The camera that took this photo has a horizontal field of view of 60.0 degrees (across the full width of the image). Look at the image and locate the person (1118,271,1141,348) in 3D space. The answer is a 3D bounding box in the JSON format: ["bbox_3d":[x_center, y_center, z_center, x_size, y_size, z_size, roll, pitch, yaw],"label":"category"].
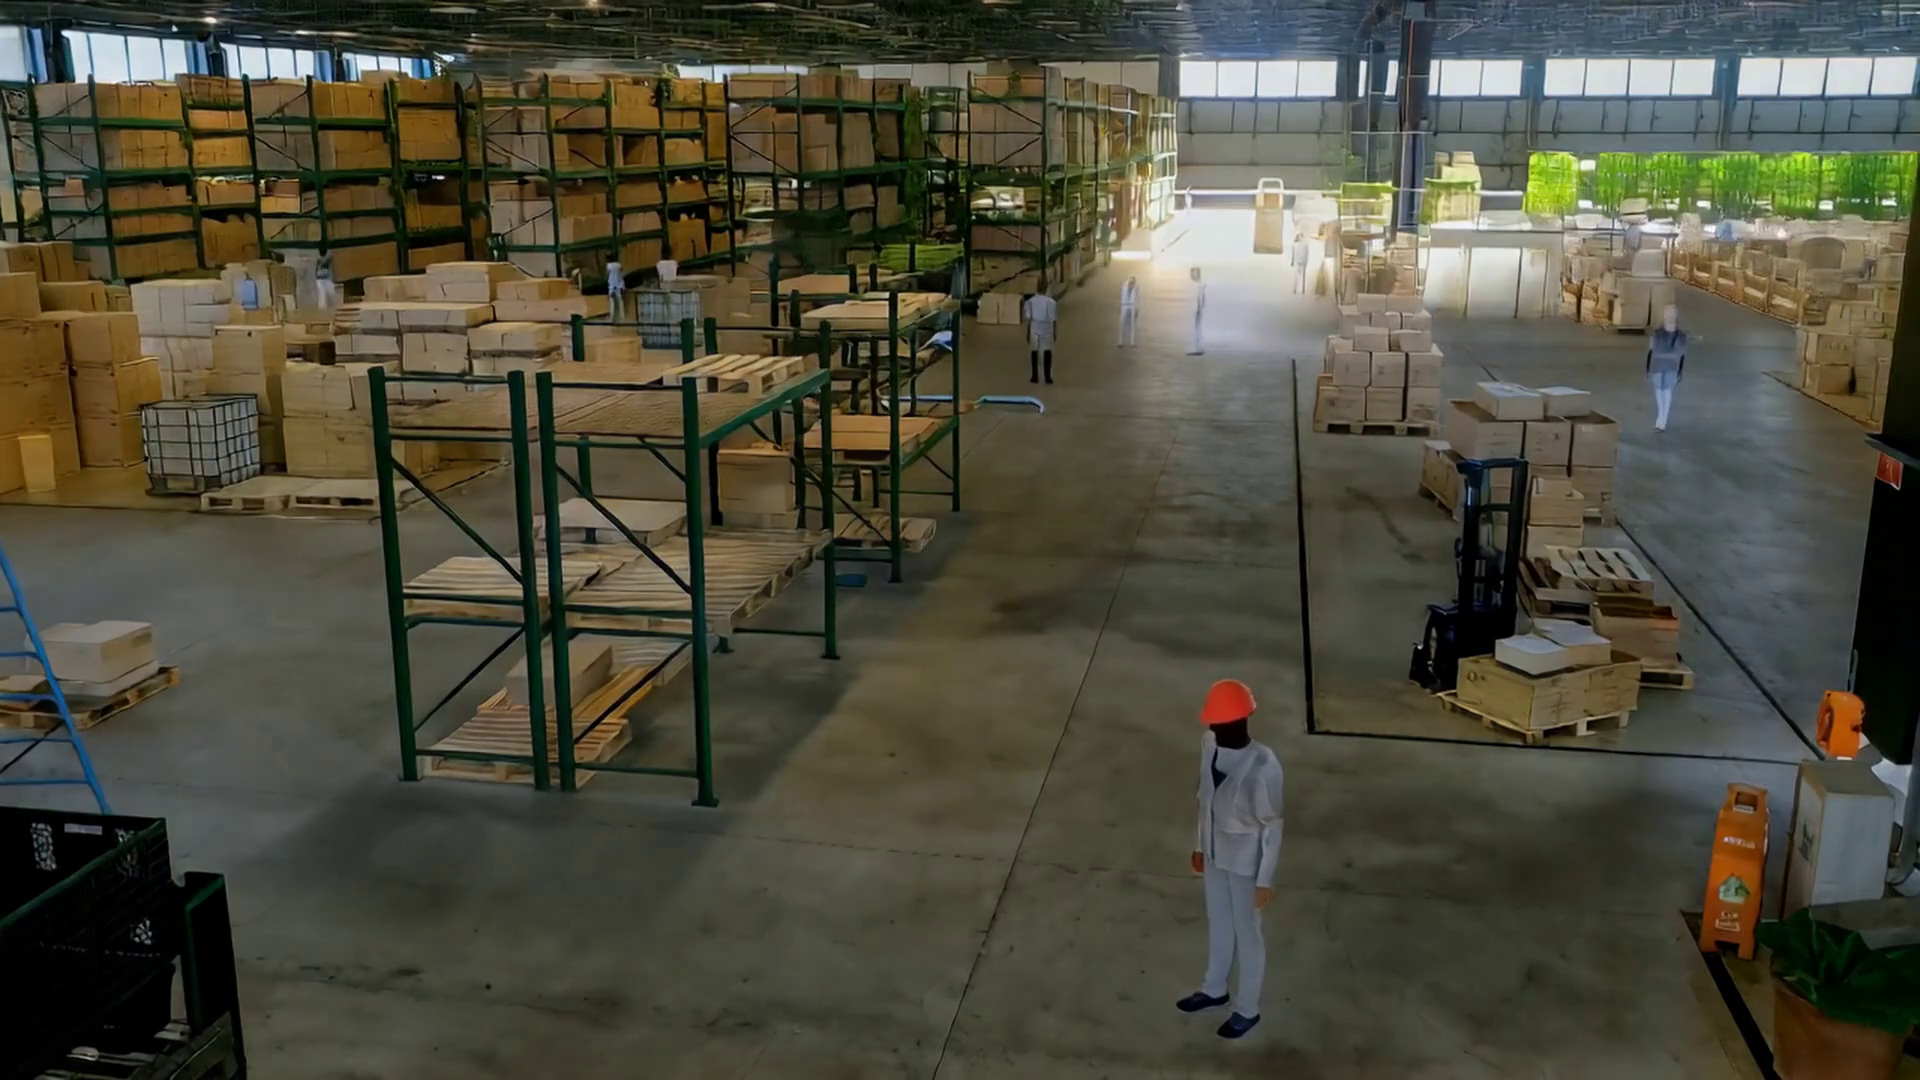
[{"bbox_3d":[3.675,-5.000,36.061,0.518,1.638,0.309,8,16,30],"label":"person"}]

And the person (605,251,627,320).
[{"bbox_3d":[-8.527,-6.317,41.287,0.534,1.696,0.319,-2,14,-7],"label":"person"}]

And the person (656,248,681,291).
[{"bbox_3d":[-6.908,-5.971,39.473,0.604,1.905,0.409,0,14,-2],"label":"person"}]

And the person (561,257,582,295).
[{"bbox_3d":[-9.387,-6.027,40.254,0.525,1.633,0.312,2,14,7],"label":"person"}]

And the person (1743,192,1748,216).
[{"bbox_3d":[37.704,-15.864,79.766,0.588,1.835,0.403,-6,15,-22],"label":"person"}]

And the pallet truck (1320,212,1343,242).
[{"bbox_3d":[15.874,-13.227,70.310,0.680,1.201,1.601,10,17,35],"label":"pallet truck"}]

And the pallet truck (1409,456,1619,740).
[{"bbox_3d":[4.504,0.400,13.395,0.823,1.965,1.885,-6,15,-23],"label":"pallet truck"}]

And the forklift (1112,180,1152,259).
[{"bbox_3d":[6.082,-11.722,60.796,1.873,2.768,1.129,2,14,9],"label":"forklift"}]

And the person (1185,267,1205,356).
[{"bbox_3d":[4.910,-4.760,34.659,0.417,1.853,0.541,0,14,2],"label":"person"}]

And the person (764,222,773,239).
[{"bbox_3d":[-7.189,-11.647,63.078,0.493,1.624,0.280,-3,14,-11],"label":"person"}]

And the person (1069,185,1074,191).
[{"bbox_3d":[5.505,-16.577,82.416,0.624,1.961,0.617,4,14,15],"label":"person"}]

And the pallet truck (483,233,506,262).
[{"bbox_3d":[-11.832,-7.026,43.548,1.885,1.965,0.823,8,16,28],"label":"pallet truck"}]

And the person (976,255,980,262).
[{"bbox_3d":[0.692,-10.506,57.726,0.782,1.990,0.384,-7,15,-26],"label":"person"}]

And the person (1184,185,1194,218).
[{"bbox_3d":[12.328,-18.214,89.485,0.526,1.752,0.430,2,14,10],"label":"person"}]

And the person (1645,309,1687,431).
[{"bbox_3d":[11.094,-2.687,26.178,0.546,1.888,1.013,8,16,30],"label":"person"}]

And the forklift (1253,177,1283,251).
[{"bbox_3d":[12.083,-12.747,64.956,1.129,2.768,1.873,3,14,10],"label":"forklift"}]

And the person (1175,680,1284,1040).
[{"bbox_3d":[1.396,1.629,8.576,0.392,1.916,0.587,-8,16,-29],"label":"person"}]

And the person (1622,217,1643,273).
[{"bbox_3d":[22.317,-9.809,55.241,0.591,1.799,0.806,4,14,16],"label":"person"}]

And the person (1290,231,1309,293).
[{"bbox_3d":[9.819,-8.041,48.144,0.535,1.767,0.316,-4,14,-14],"label":"person"}]

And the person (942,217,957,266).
[{"bbox_3d":[-0.343,-10.433,58.069,0.556,1.650,0.890,1,14,4],"label":"person"}]

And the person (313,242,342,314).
[{"bbox_3d":[-16.273,-6.735,42.724,0.631,1.826,0.604,4,14,14],"label":"person"}]

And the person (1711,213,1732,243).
[{"bbox_3d":[25.994,-10.263,56.967,0.979,1.854,0.679,-5,15,-21],"label":"person"}]

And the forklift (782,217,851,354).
[{"bbox_3d":[-3.048,-5.434,35.265,1.129,2.768,1.873,3,14,10],"label":"forklift"}]

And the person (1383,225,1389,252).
[{"bbox_3d":[14.402,-9.882,55.913,0.288,1.626,0.497,-9,17,-33],"label":"person"}]

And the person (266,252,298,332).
[{"bbox_3d":[-15.275,-5.517,37.541,0.627,1.940,0.373,-3,14,-10],"label":"person"}]

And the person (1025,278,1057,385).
[{"bbox_3d":[1.503,-3.834,30.651,0.618,1.964,0.361,5,15,20],"label":"person"}]

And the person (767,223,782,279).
[{"bbox_3d":[-5.584,-8.570,50.032,0.569,1.888,0.957,3,14,12],"label":"person"}]
